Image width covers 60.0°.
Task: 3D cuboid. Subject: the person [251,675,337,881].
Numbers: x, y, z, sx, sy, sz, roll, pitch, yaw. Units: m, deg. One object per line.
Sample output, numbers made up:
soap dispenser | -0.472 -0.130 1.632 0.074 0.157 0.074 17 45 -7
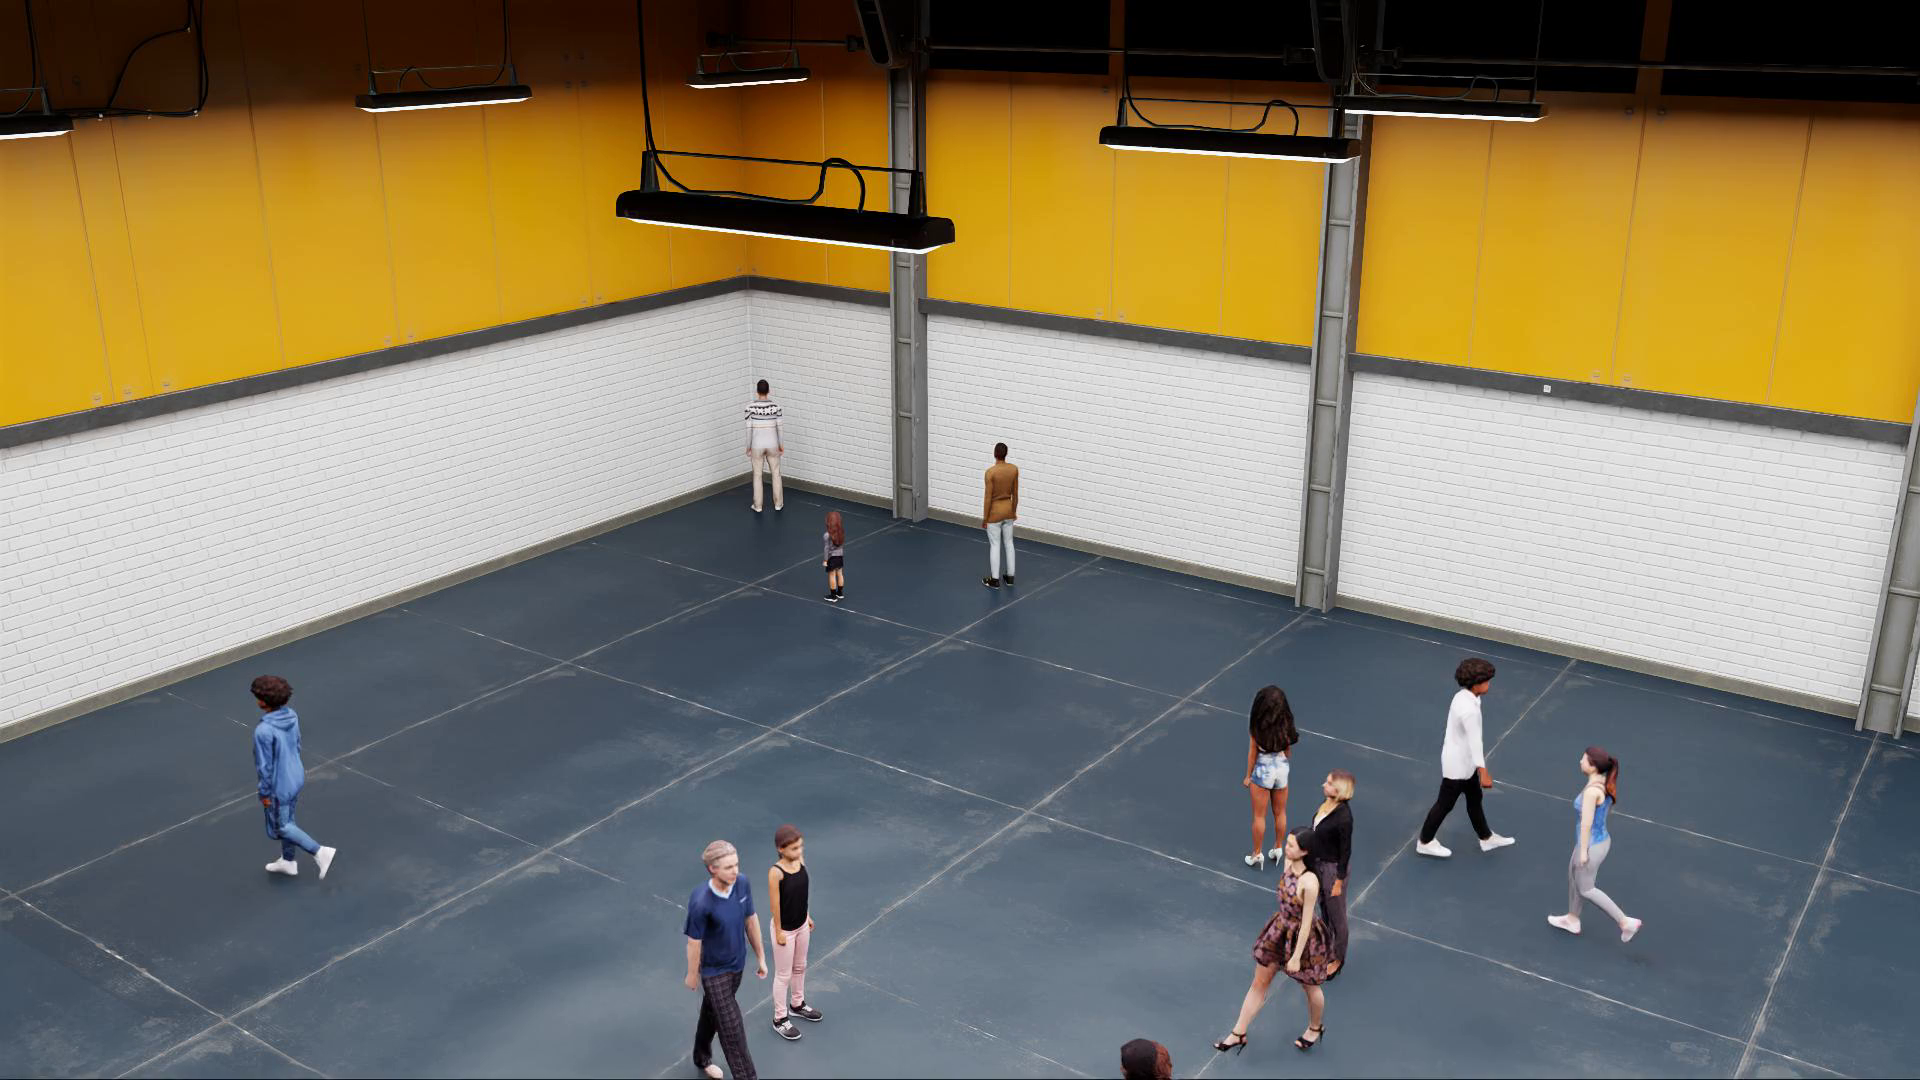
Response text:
person | -5.443 1.962 13.484 1.069 1.793 0.911 4 19 11

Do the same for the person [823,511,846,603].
person | -1.503 0.181 19.848 0.437 1.106 0.465 13 22 33

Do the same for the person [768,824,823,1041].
person | -1.190 2.704 11.636 0.509 1.566 0.520 12 22 32

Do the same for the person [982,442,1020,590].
person | 0.496 -0.311 20.195 0.709 1.816 0.700 -10 21 -27

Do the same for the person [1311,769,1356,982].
person | 2.754 2.446 12.237 0.720 1.672 0.674 -2 19 -6

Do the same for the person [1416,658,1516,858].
person | 4.086 1.843 13.869 1.123 1.772 0.881 5 19 15

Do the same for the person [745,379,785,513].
person | -2.714 -1.314 23.104 0.761 1.860 0.801 -5 19 -13

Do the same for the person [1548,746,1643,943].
person | 4.871 2.351 12.649 0.926 1.587 0.579 14 23 36

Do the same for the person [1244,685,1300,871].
person | 2.557 1.959 13.751 0.660 1.627 0.700 -7 20 -20

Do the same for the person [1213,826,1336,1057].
person | 2.355 2.736 11.267 1.067 1.741 1.091 -6 20 -18

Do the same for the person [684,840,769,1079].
person | -1.639 2.793 10.956 1.102 1.830 0.665 14 23 35
